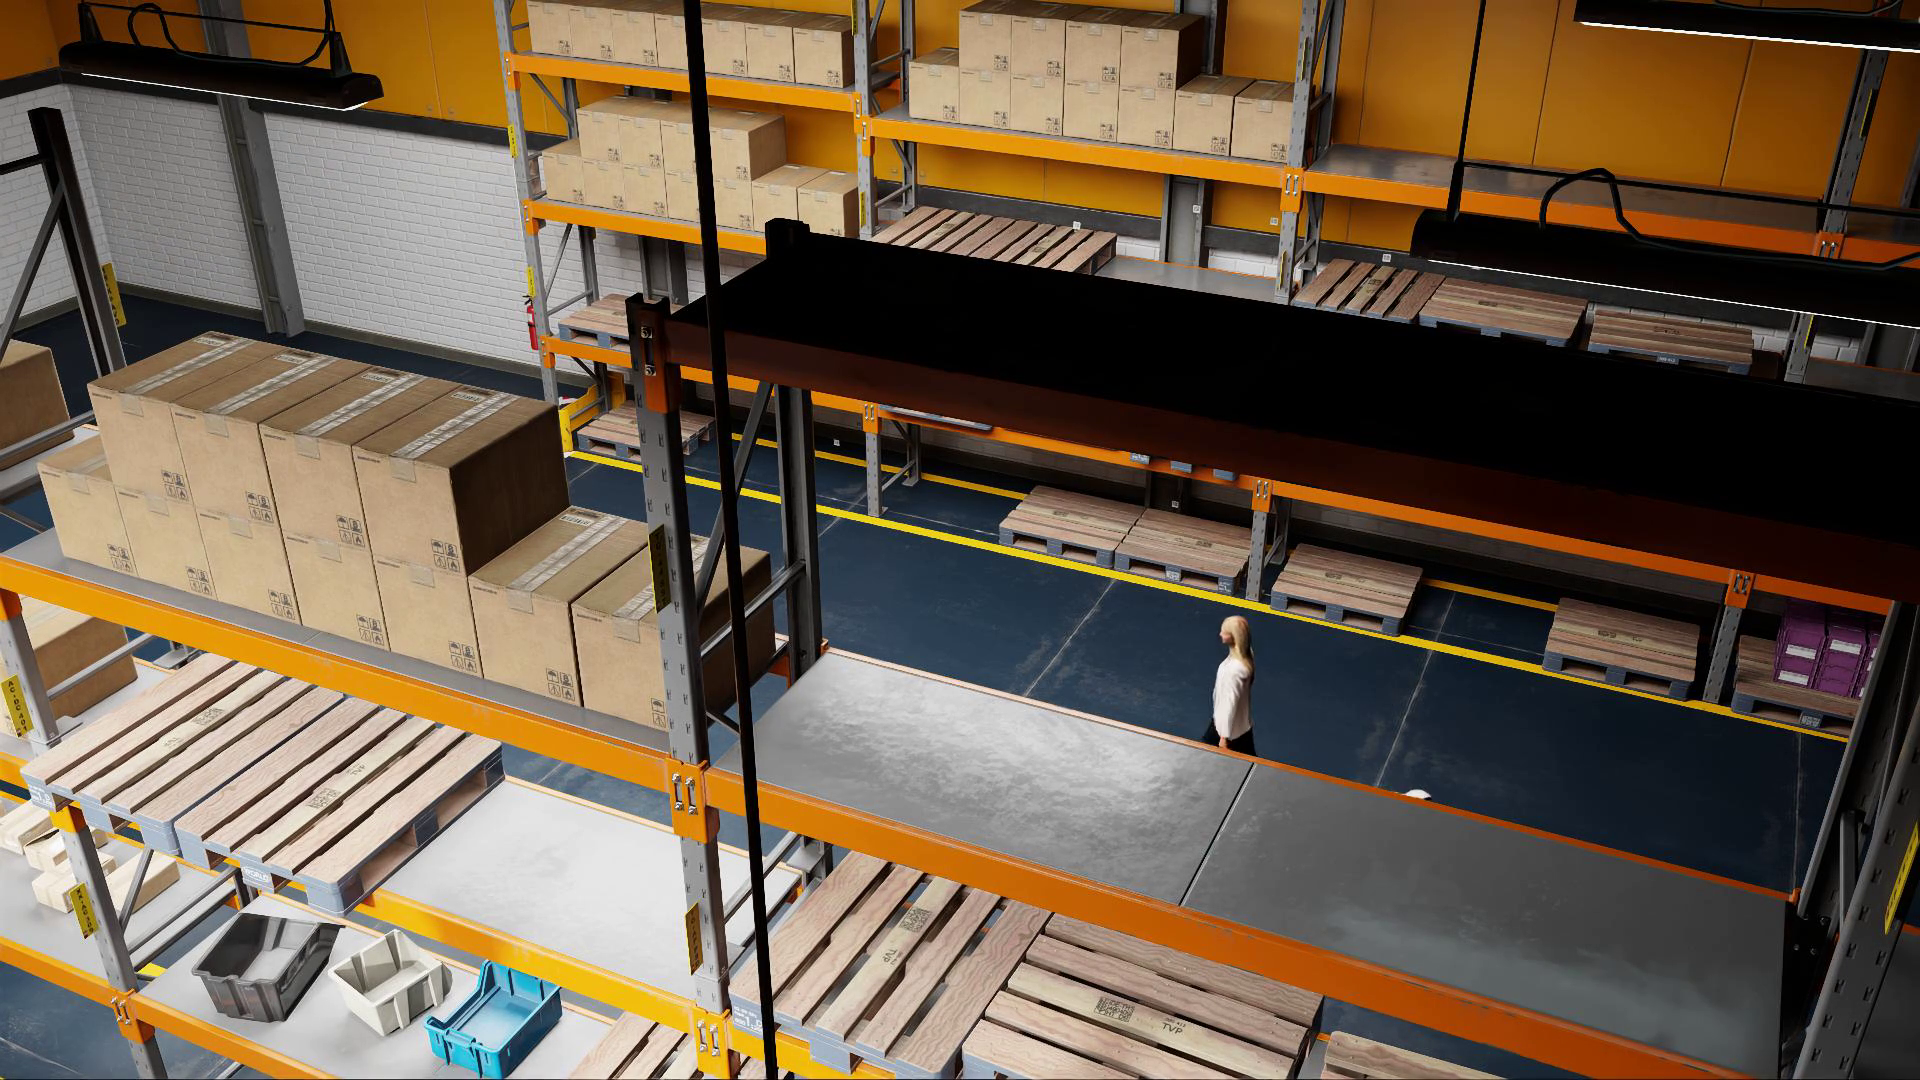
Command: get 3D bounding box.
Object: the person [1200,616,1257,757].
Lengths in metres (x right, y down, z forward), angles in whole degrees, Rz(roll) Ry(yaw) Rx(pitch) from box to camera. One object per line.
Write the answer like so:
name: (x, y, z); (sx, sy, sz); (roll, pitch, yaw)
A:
person: (2.096, 1.392, 12.163); (1.266, 1.817, 0.894); (3, 29, 6)
